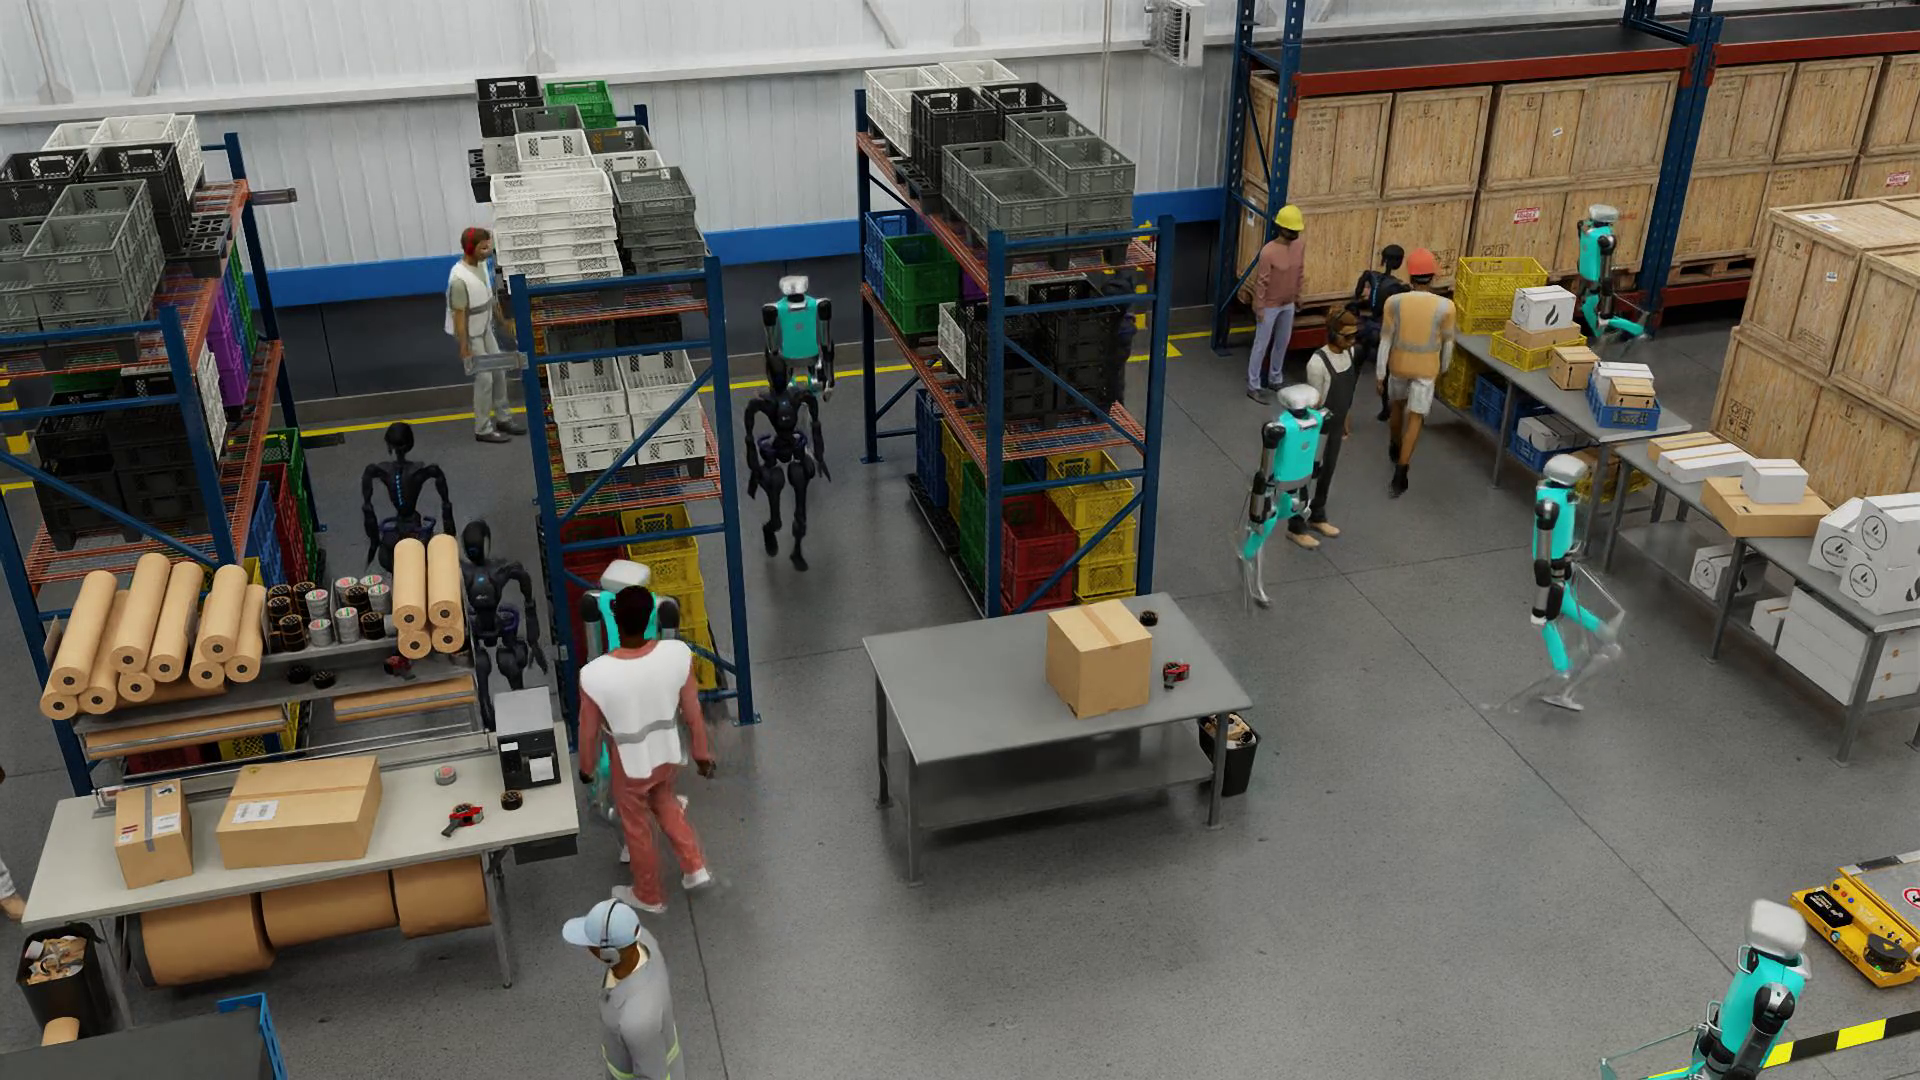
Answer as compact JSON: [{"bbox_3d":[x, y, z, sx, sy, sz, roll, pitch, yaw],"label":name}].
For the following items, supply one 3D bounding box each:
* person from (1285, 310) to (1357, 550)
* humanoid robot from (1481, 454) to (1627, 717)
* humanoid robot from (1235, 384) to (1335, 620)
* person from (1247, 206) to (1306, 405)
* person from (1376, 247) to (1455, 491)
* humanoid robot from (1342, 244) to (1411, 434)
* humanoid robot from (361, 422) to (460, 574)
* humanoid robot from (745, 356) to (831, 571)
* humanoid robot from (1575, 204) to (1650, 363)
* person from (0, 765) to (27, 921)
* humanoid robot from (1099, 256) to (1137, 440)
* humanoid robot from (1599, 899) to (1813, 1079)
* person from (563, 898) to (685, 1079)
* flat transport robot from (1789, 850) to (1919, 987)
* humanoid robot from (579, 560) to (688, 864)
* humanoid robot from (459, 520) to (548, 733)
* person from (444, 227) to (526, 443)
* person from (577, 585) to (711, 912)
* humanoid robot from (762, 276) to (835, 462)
[{"bbox_3d":[2.633,-0.803,12.003,0.332,1.837,0.505,24,37,37],"label":"person"},{"bbox_3d":[3.698,0.369,9.987,0.833,1.797,0.542,16,33,26],"label":"humanoid robot"},{"bbox_3d":[2.050,-0.262,11.192,0.541,1.850,0.780,-15,32,-25],"label":"humanoid robot"},{"bbox_3d":[2.752,-2.029,14.307,0.539,1.758,0.349,-18,34,-30],"label":"person"},{"bbox_3d":[3.519,-1.353,12.939,0.539,1.886,0.935,14,32,23],"label":"person"},{"bbox_3d":[3.450,-1.686,13.822,0.802,1.622,0.591,-25,38,-38],"label":"humanoid robot"},{"bbox_3d":[-3.528,0.036,10.638,0.591,1.647,0.422,-2,29,-4],"label":"humanoid robot"},{"bbox_3d":[-1.231,-0.564,11.732,0.605,1.642,0.428,-11,31,-20],"label":"humanoid robot"},{"bbox_3d":[5.604,-2.061,14.365,1.008,1.720,0.535,-3,29,-6],"label":"humanoid robot"},{"bbox_3d":[-5.114,1.215,8.318,0.431,1.845,0.622,22,36,34],"label":"person"},{"bbox_3d":[1.276,-1.631,13.662,0.310,1.658,0.604,8,30,14],"label":"humanoid robot"},{"bbox_3d":[2.862,2.101,6.679,0.735,1.673,0.533,12,31,21],"label":"humanoid robot"},{"bbox_3d":[-1.287,2.154,6.600,0.388,1.849,0.597,-7,30,-12],"label":"person"},{"bbox_3d":[5.163,1.916,8.676,1.431,0.231,0.659,-8,30,-14],"label":"flat transport robot"},{"bbox_3d":[-1.756,0.999,8.832,0.545,1.778,0.893,3,29,5],"label":"humanoid robot"},{"bbox_3d":[-2.725,0.584,9.635,0.610,1.639,0.431,-7,30,-13],"label":"humanoid robot"},{"bbox_3d":[-3.934,-1.671,13.585,0.529,1.817,0.596,3,29,6],"label":"person"},{"bbox_3d":[-1.627,1.093,8.485,0.479,1.899,0.564,25,38,38],"label":"person"},{"bbox_3d":[-1.257,-1.288,12.978,0.543,1.733,1.024,-6,29,-10],"label":"humanoid robot"}]
